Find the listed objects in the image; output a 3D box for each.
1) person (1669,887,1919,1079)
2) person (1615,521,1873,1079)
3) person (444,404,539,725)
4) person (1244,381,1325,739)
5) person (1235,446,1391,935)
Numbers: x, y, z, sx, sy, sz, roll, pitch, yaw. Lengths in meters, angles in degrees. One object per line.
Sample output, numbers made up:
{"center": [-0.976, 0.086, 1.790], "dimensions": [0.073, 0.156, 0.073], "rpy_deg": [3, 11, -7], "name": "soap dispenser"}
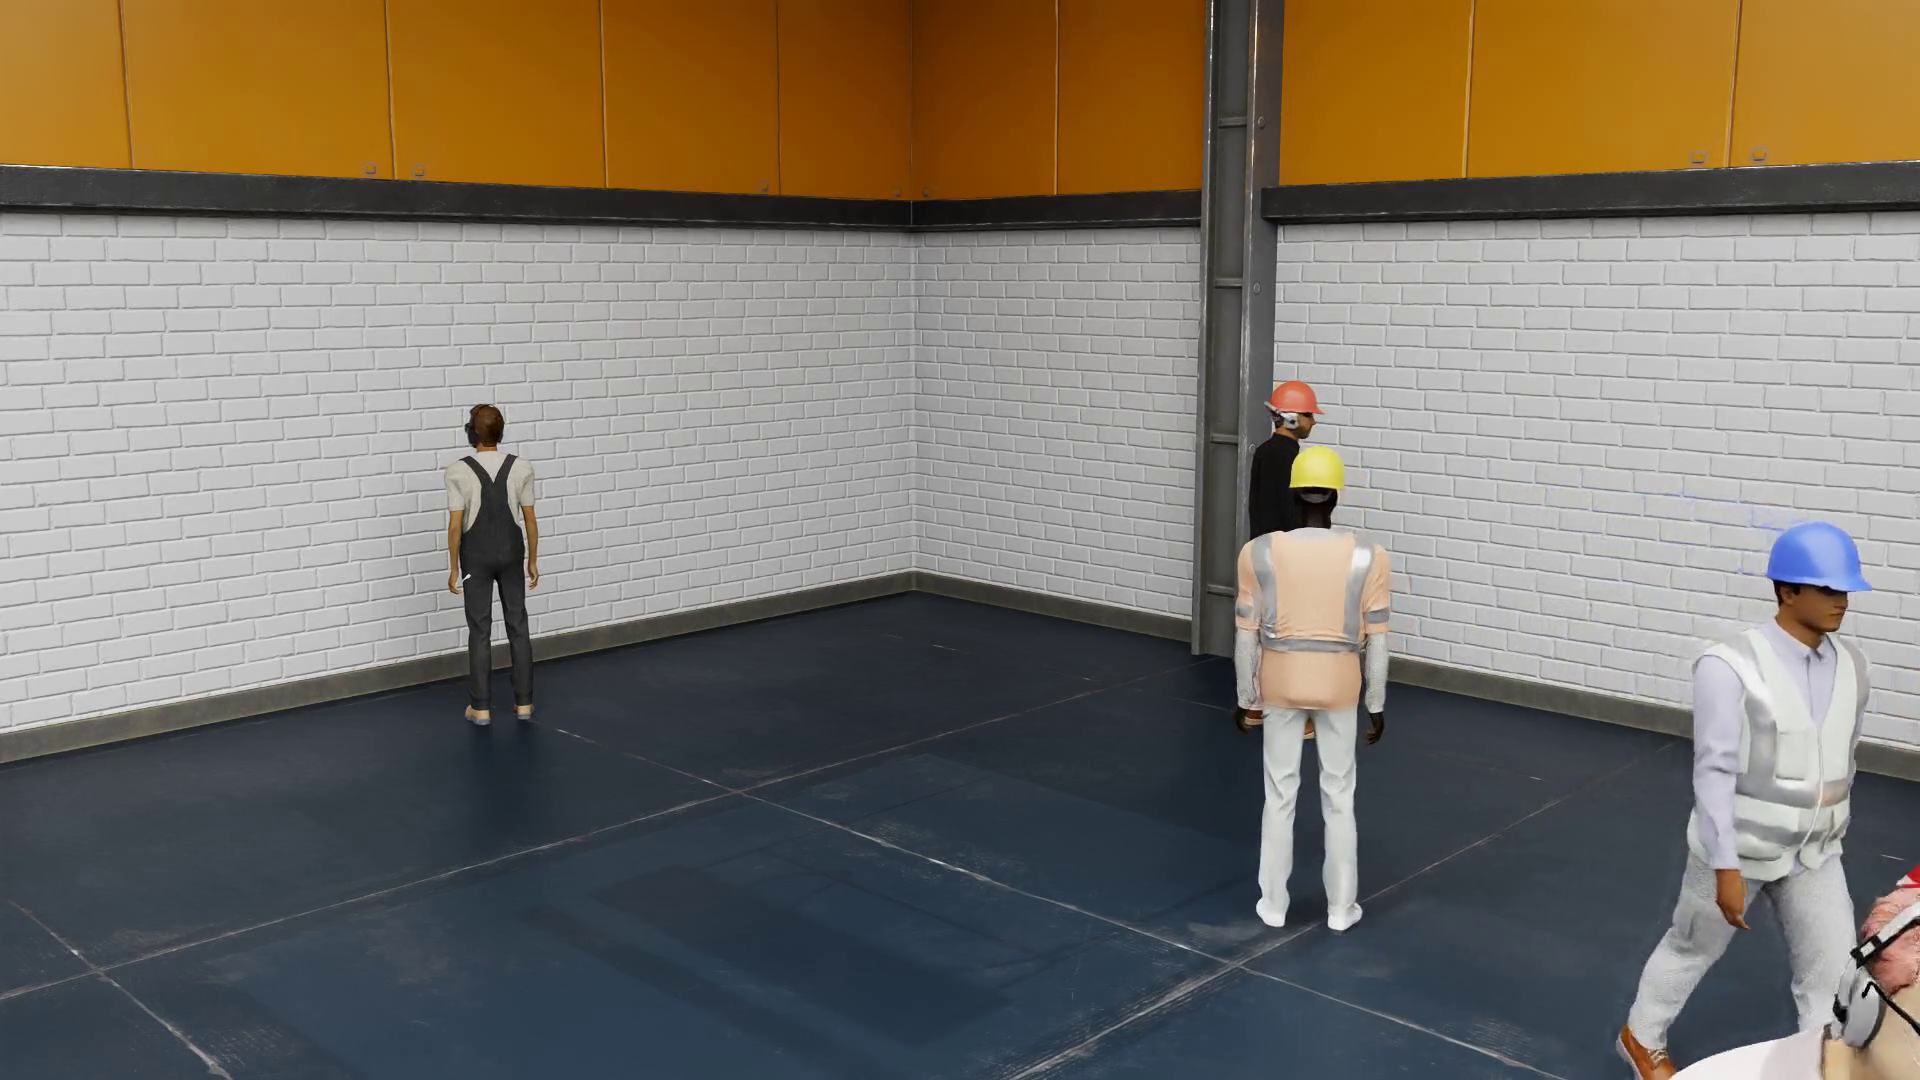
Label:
{"center": [1.228, 1.331, 2.235], "dimensions": [0.638, 1.861, 0.971], "rpy_deg": [5, 11, 29], "name": "person"}
{"center": [2.362, 0.874, 4.903], "dimensions": [0.596, 1.909, 1.004], "rpy_deg": [-2, 9, -12], "name": "person"}
{"center": [-2.683, 0.138, 9.560], "dimensions": [0.513, 1.846, 0.334], "rpy_deg": [-5, 10, -27], "name": "person"}
{"center": [1.815, 0.105, 9.310], "dimensions": [0.389, 1.990, 0.625], "rpy_deg": [-2, 9, -10], "name": "person"}
{"center": [1.378, 0.590, 6.547], "dimensions": [0.594, 1.922, 0.387], "rpy_deg": [2, 9, 12], "name": "person"}
